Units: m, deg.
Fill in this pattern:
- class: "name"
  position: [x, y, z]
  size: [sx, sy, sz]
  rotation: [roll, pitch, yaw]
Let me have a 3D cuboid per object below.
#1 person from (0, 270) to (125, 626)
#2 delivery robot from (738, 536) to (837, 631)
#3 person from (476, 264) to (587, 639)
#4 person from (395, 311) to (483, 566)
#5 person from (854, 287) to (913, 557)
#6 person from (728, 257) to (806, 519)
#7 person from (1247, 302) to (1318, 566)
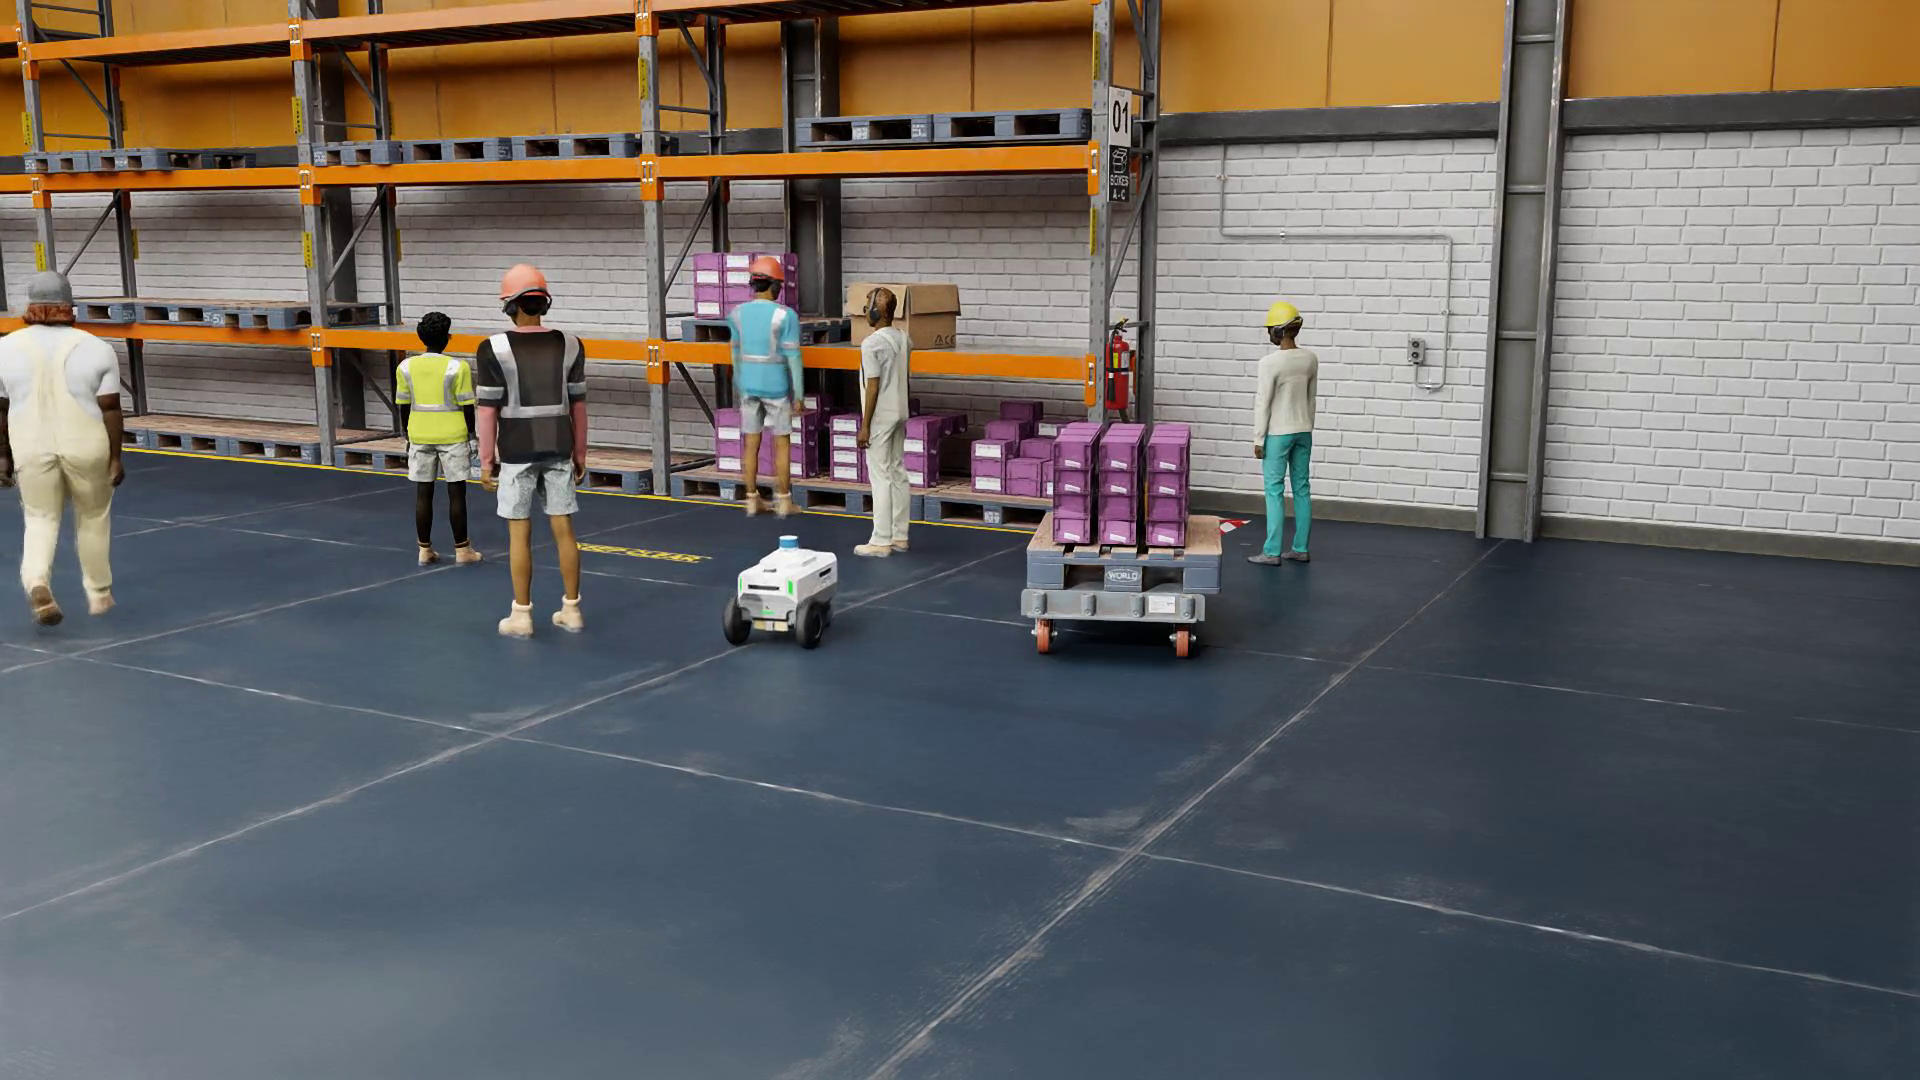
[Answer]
- class: "person"
  position: [-5.089, -0.533, 9.393]
  size: [0.688, 2.000, 0.844]
  rotation: [-3, 11, -18]
- class: "delivery robot"
  position: [-0.933, 0.220, 9.084]
  size: [0.477, 0.478, 0.707]
  rotation: [3, 11, 16]
- class: "person"
  position: [-2.342, -0.479, 9.114]
  size: [0.605, 2.035, 0.389]
  rotation: [-7, 12, -33]
- class: "person"
  position: [-3.458, -0.665, 11.061]
  size: [0.542, 1.695, 0.316]
  rotation: [1, 10, 8]
- class: "person"
  position: [-0.526, -0.805, 11.419]
  size: [0.336, 1.845, 0.514]
  rotation: [6, 12, 30]
- class: "person"
  position: [-1.483, -1.177, 12.945]
  size: [0.672, 2.030, 0.421]
  rotation: [4, 11, 23]
- class: "person"
  position: [2.154, -0.701, 11.101]
  size: [0.524, 1.761, 0.338]
  rotation: [-7, 12, -32]
